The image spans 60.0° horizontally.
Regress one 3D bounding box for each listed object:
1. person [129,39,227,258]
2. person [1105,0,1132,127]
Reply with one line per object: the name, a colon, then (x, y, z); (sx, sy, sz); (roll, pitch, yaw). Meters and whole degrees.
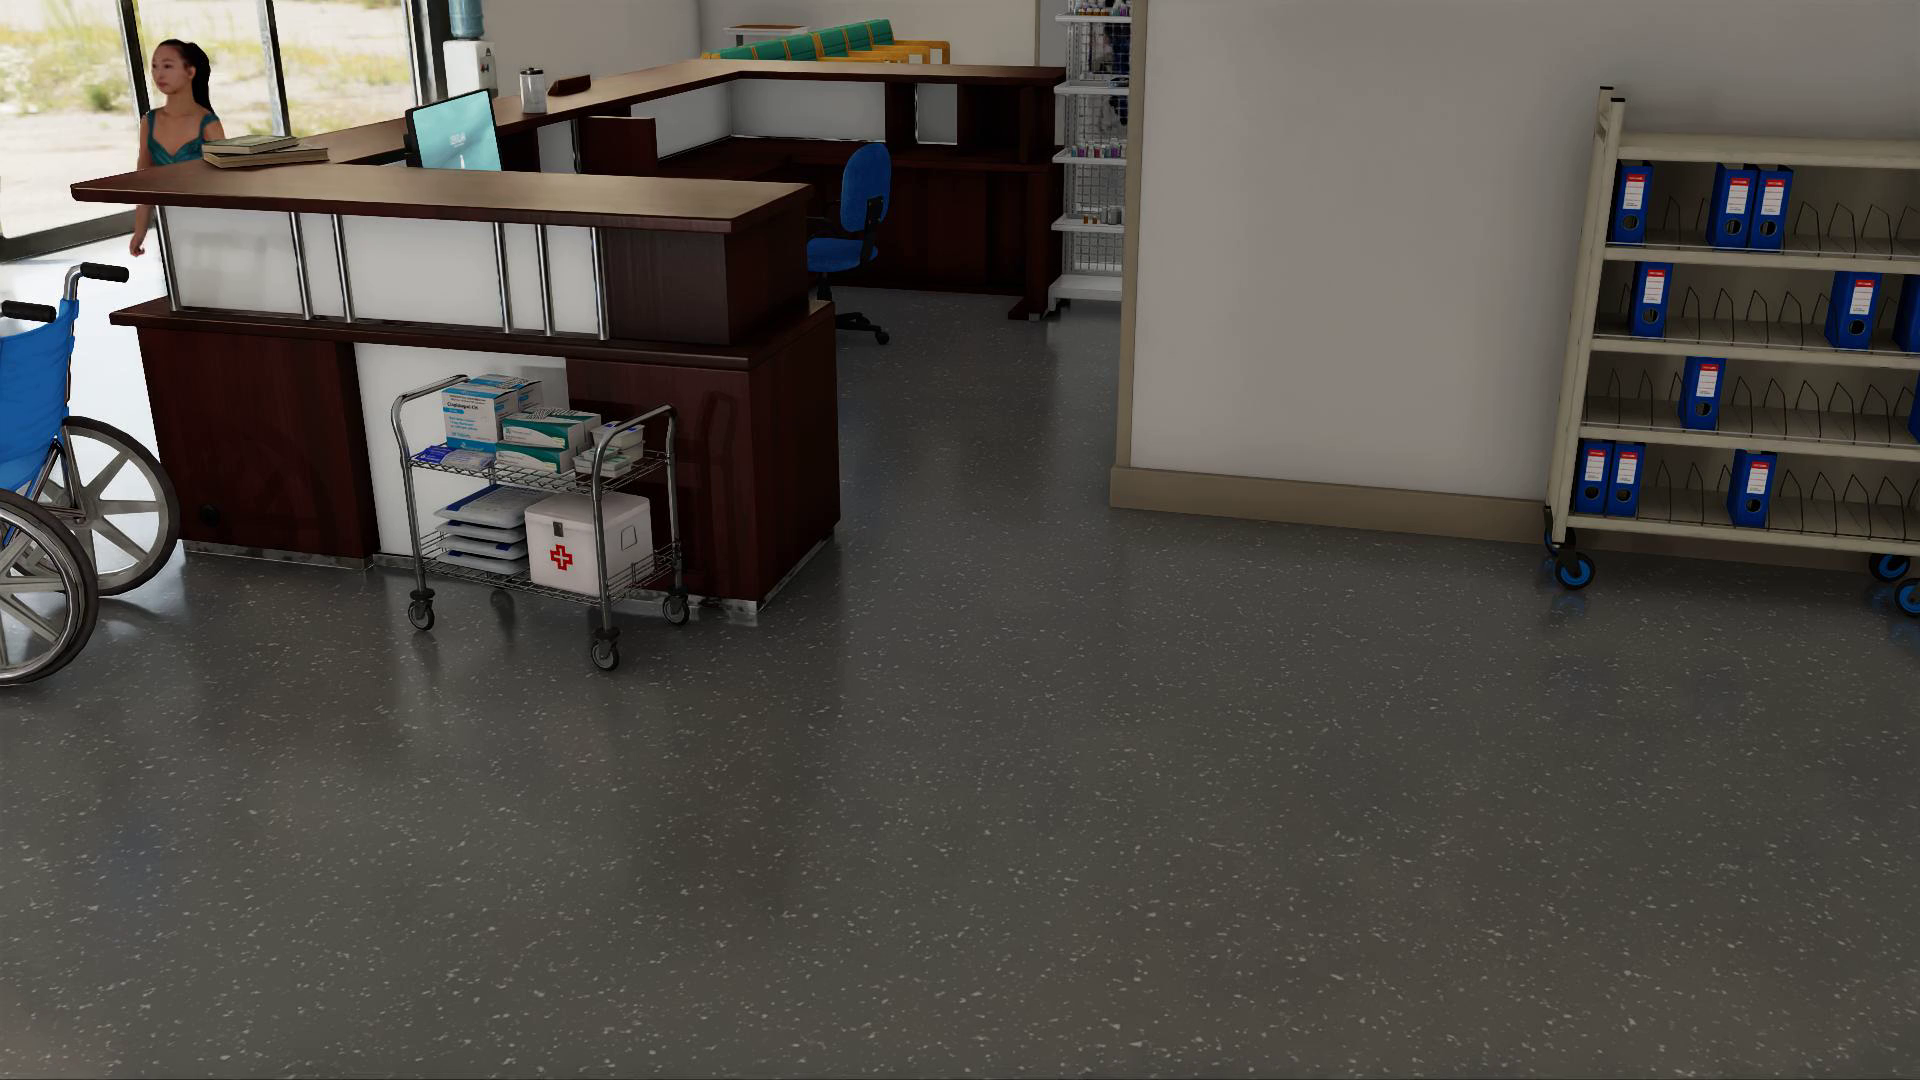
person: (-3.264, -1.289, 7.255); (0.985, 1.633, 0.631); (6, 22, 16)
person: (1.733, -5.324, 17.562); (0.960, 1.878, 0.922); (13, 24, 31)
